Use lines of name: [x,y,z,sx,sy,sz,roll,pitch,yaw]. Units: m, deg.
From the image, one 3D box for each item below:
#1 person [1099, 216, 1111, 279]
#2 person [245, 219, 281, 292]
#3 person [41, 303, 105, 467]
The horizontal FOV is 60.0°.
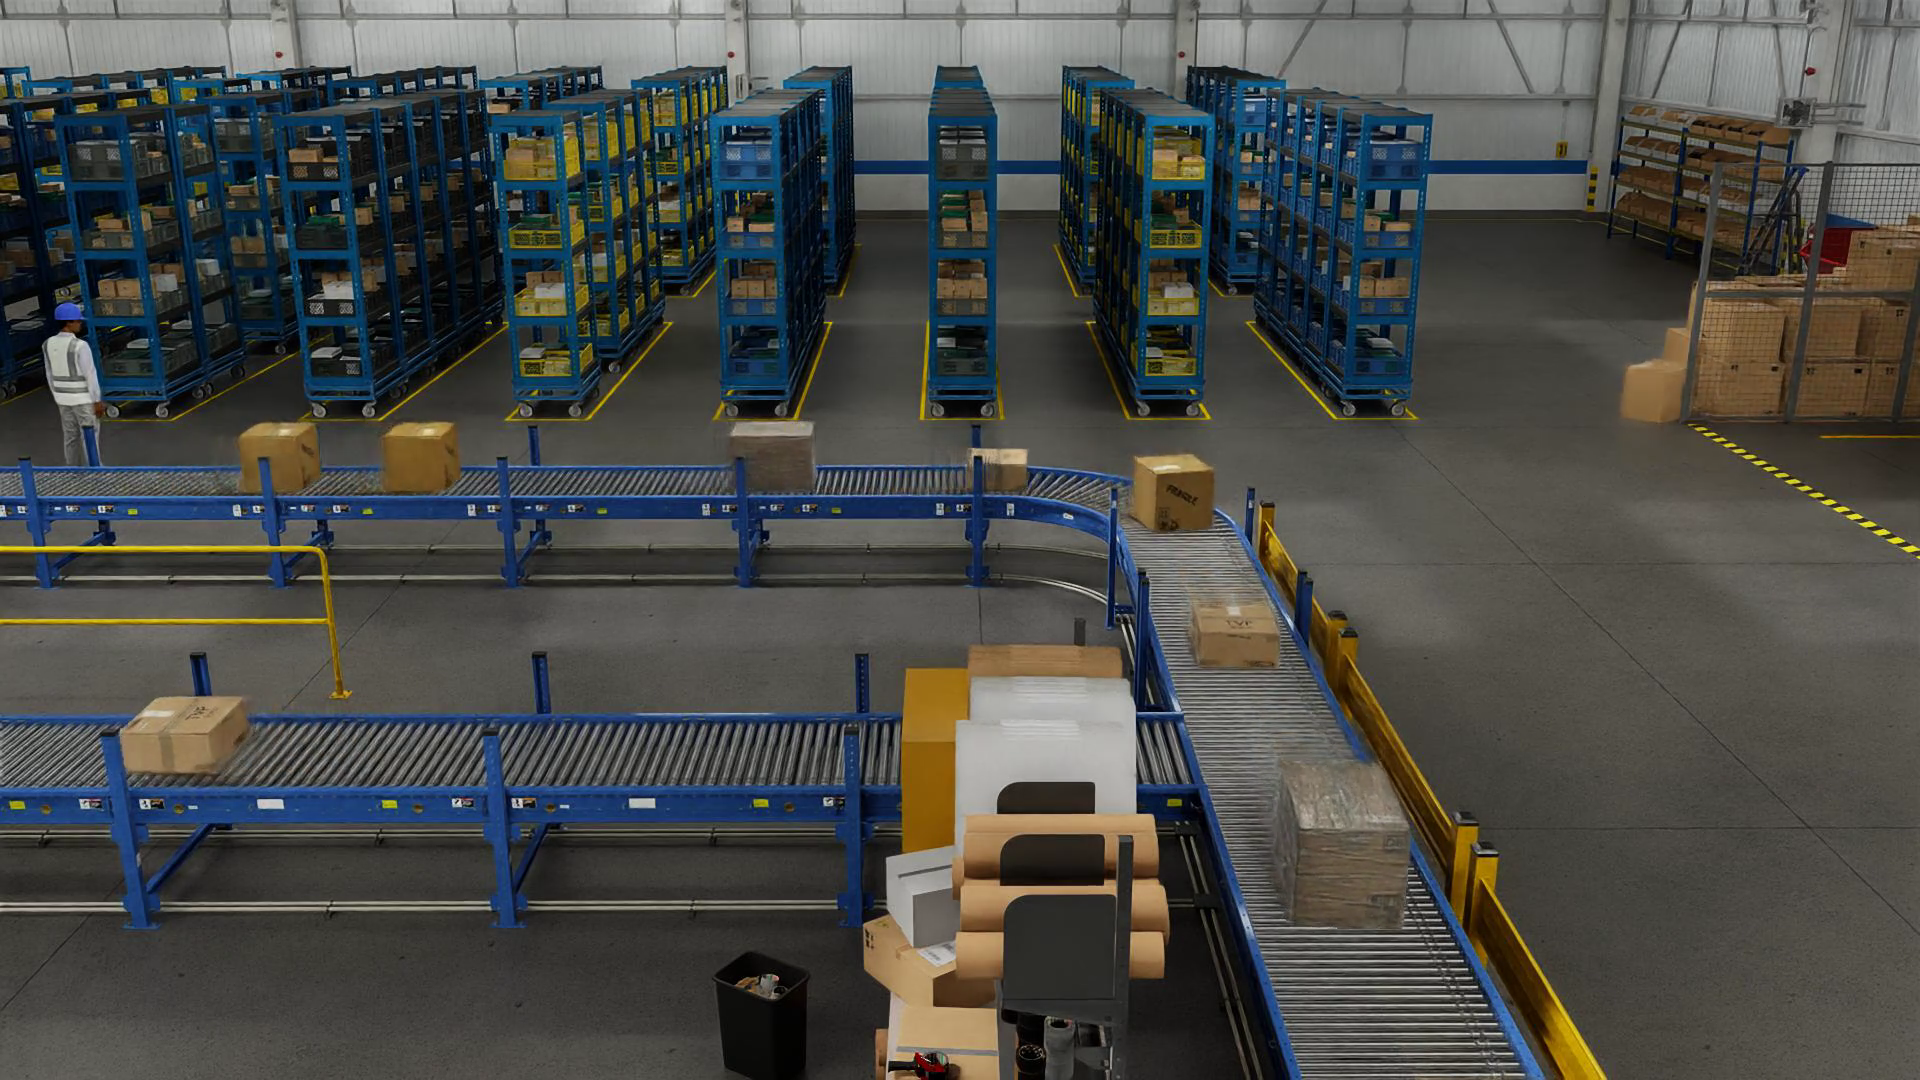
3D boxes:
person: [2.388,-4.490,26.504,0.382,1.836,0.561,-14,23,-37]
person: [-11.281,-4.671,27.108,0.824,1.798,0.629,-4,18,-11]
person: [-8.980,-1.441,16.937,0.602,1.941,0.402,7,19,21]
